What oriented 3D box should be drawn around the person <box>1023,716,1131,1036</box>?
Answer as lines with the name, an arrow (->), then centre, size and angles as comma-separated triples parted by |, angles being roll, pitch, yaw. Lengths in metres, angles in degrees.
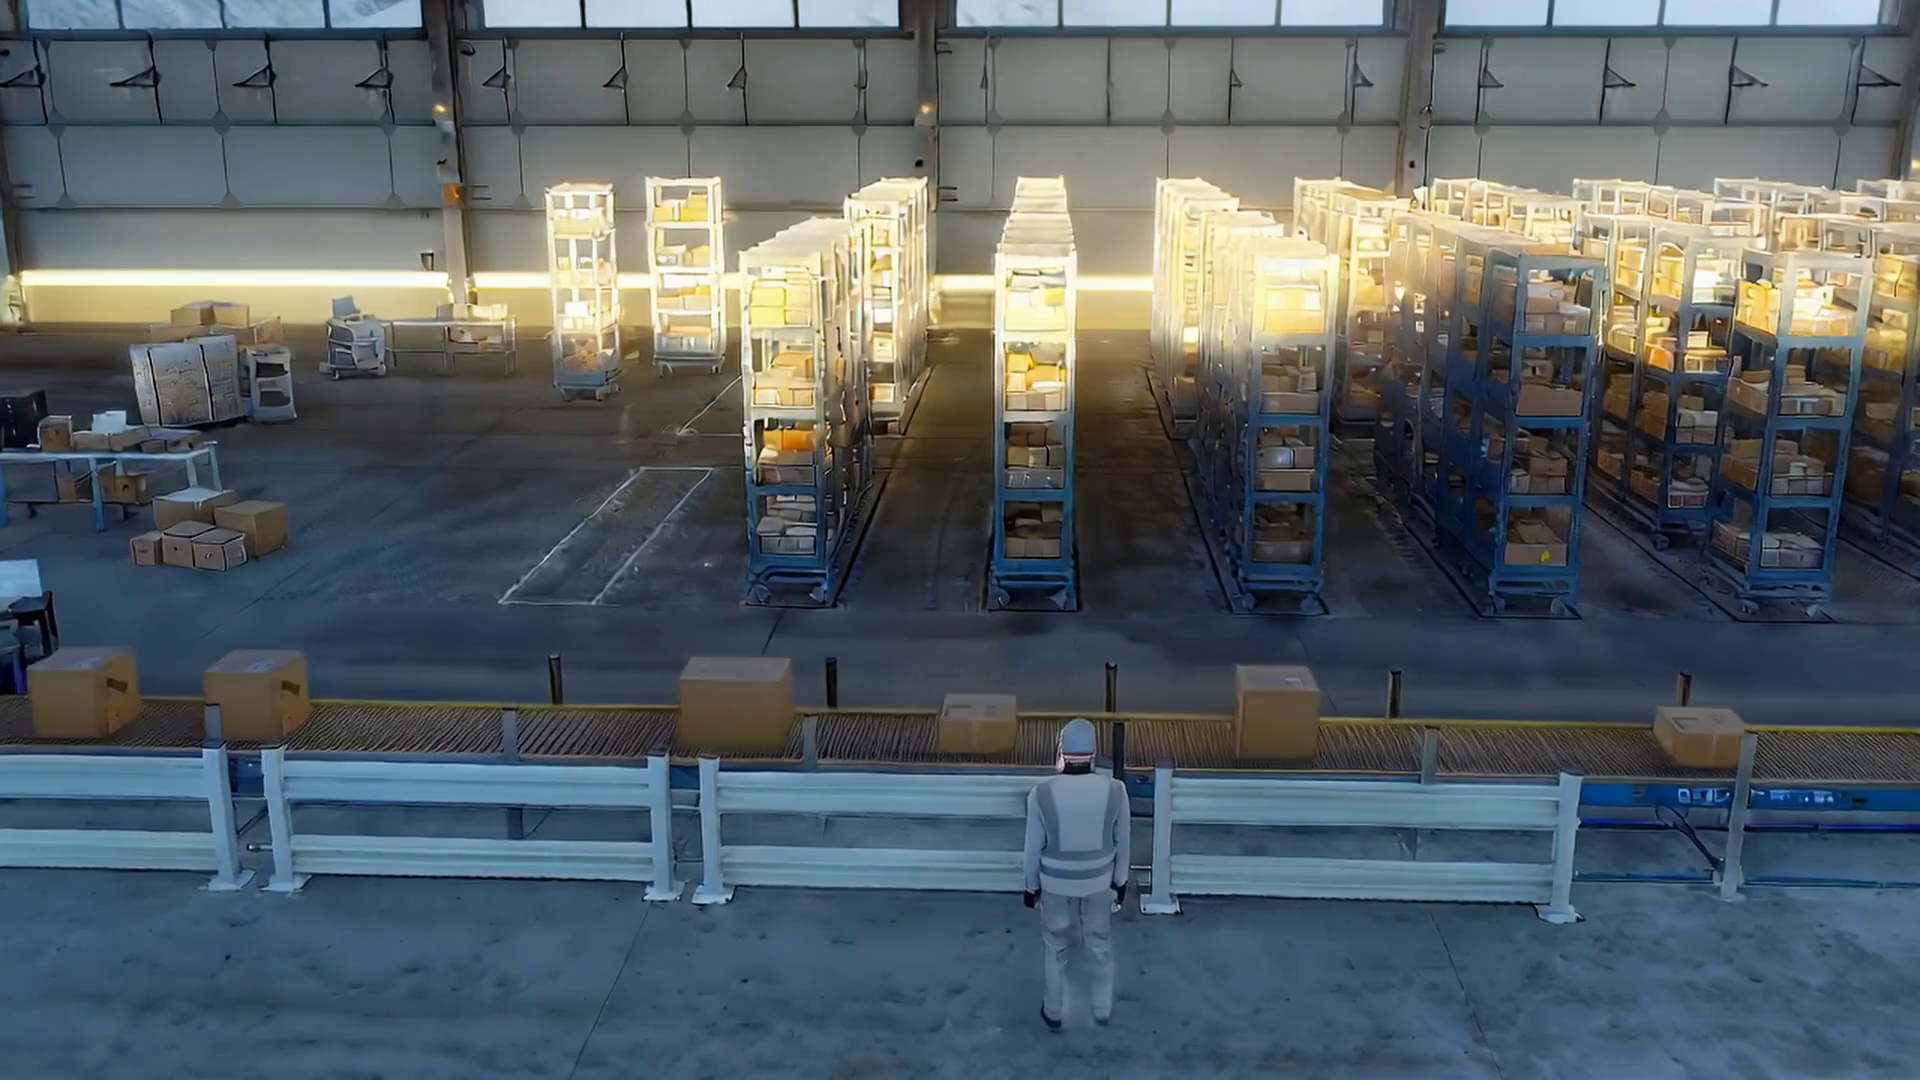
person -> 0.637, 1.854, 9.184 | 0.600, 1.830, 0.403 | -2, 15, -7
